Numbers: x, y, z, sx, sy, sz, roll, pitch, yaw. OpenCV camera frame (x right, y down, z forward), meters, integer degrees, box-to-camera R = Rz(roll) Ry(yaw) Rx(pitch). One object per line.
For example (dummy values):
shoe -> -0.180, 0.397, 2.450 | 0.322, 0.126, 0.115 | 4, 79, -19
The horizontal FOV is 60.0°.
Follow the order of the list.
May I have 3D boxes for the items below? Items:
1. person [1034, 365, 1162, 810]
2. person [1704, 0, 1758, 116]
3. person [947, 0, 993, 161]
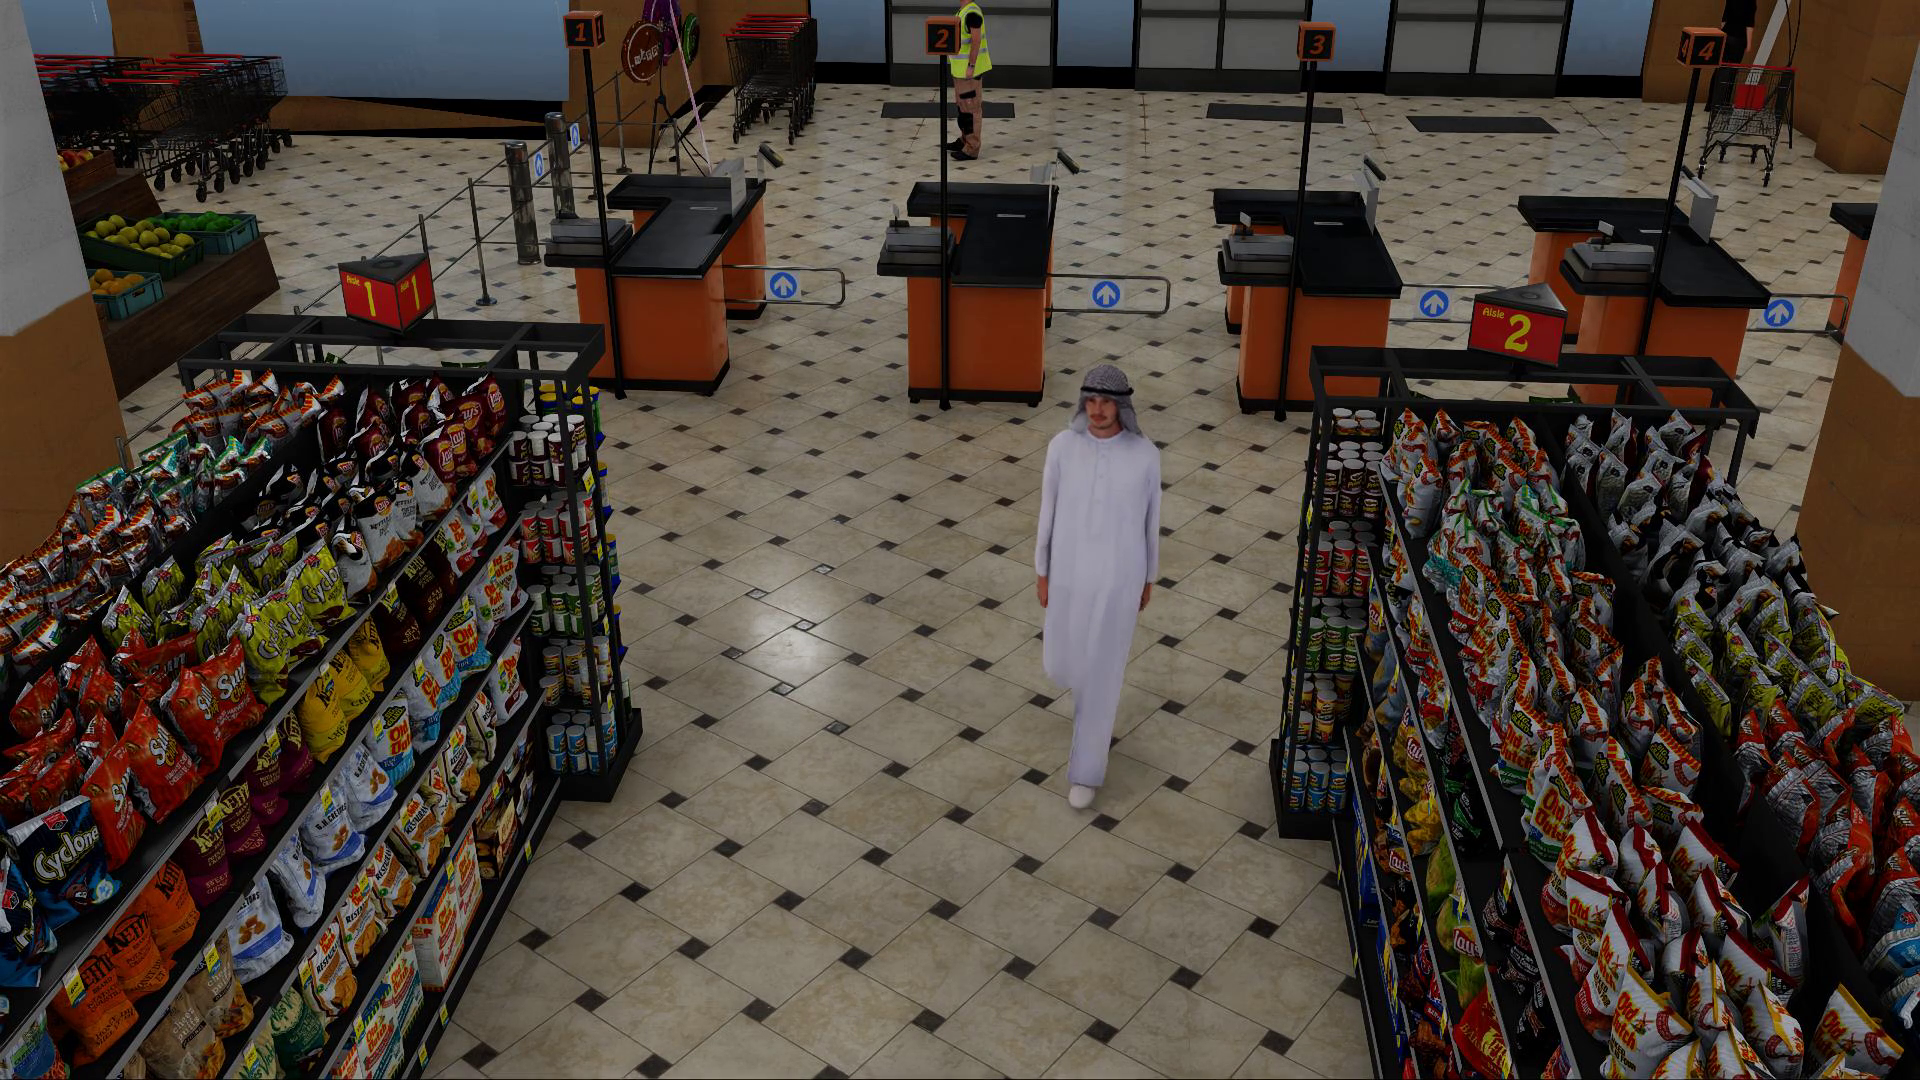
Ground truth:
person -> 0.600, 0.133, 7.115 | 0.763, 1.896, 1.174 | 5, 27, 10
person -> 8.775, -5.683, 18.867 | 0.724, 1.641, 0.606 | -11, 29, -21
person -> 0.065, -4.842, 16.981 | 0.836, 1.847, 0.743 | -5, 27, -9
